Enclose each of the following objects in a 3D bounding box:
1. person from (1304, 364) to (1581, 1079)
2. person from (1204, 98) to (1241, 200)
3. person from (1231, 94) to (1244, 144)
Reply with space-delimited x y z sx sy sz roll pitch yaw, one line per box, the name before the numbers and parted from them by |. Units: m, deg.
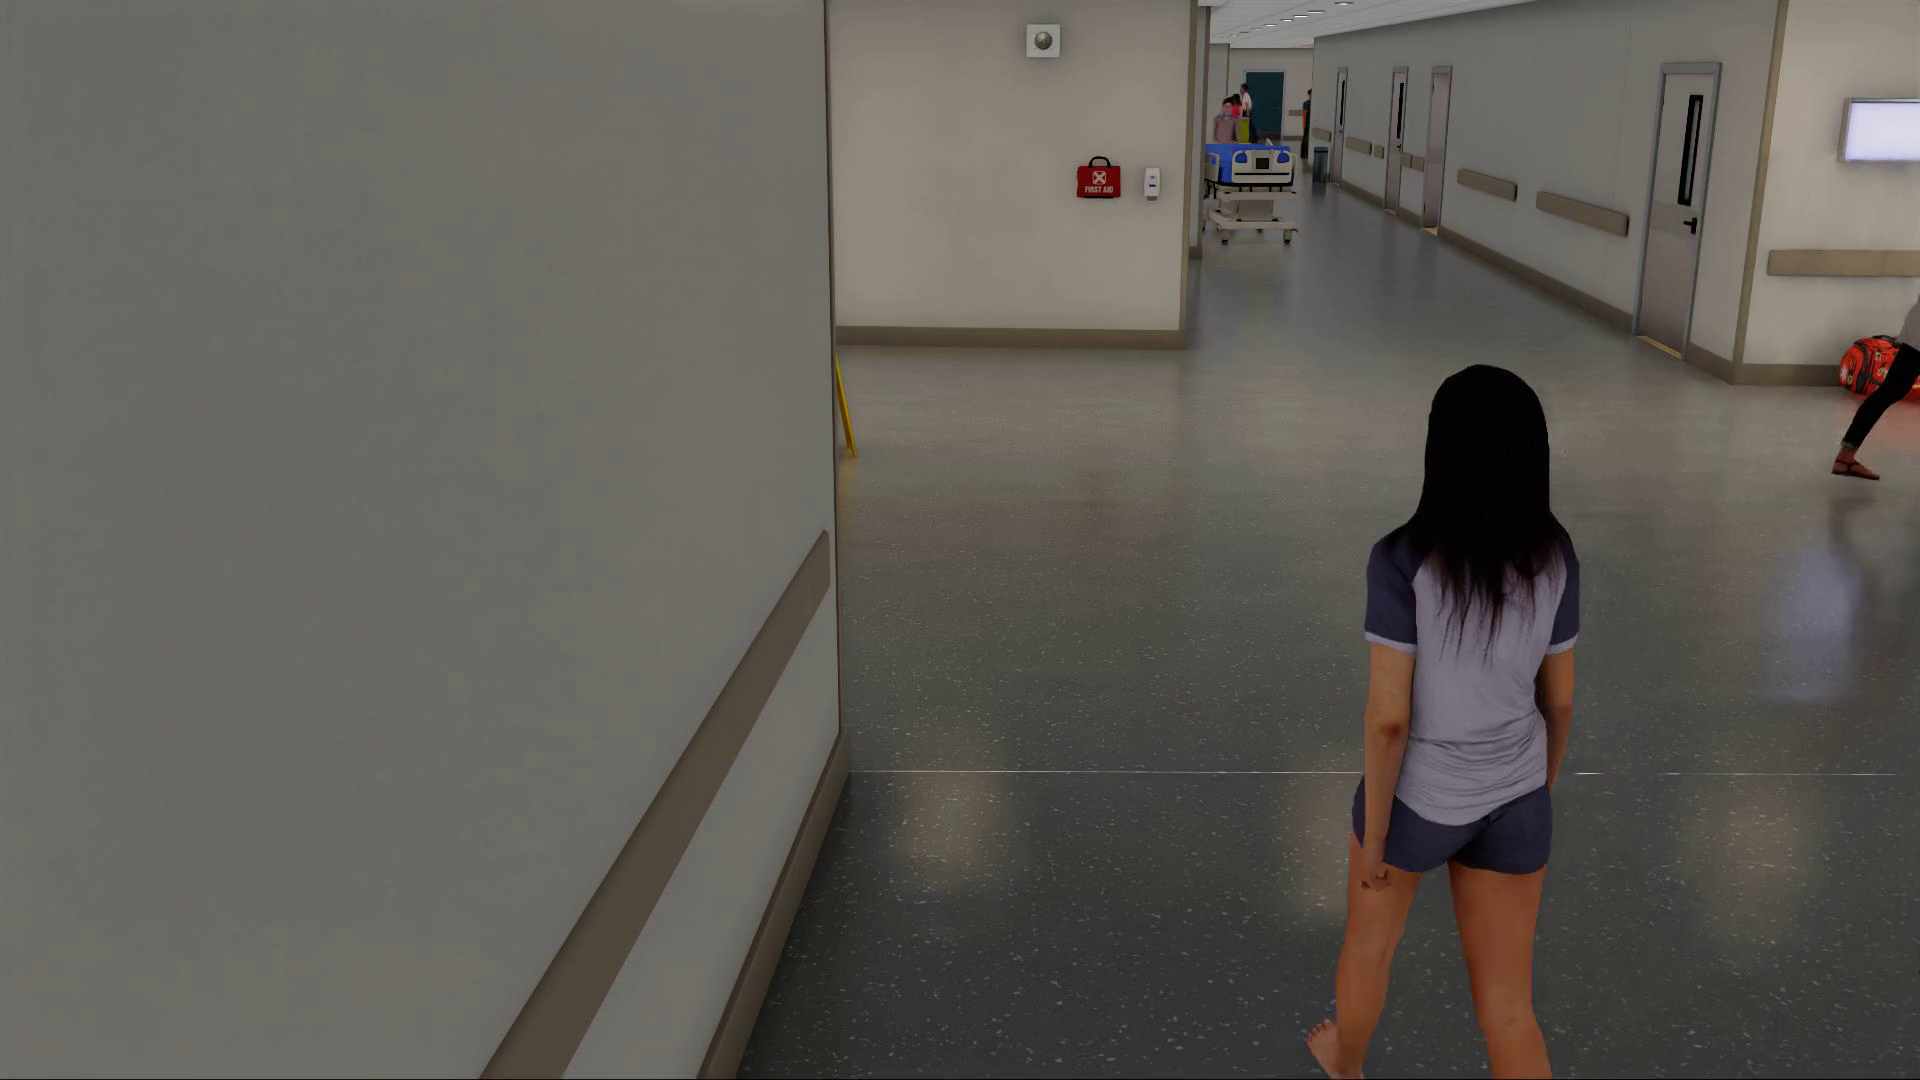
person | 0.981 0.566 3.143 1.150 1.683 0.880 -3 16 -9
person | 4.690 -6.875 29.346 0.755 1.788 0.966 3 16 12
person | 7.466 -11.291 45.238 0.720 1.663 0.658 -13 20 -38
